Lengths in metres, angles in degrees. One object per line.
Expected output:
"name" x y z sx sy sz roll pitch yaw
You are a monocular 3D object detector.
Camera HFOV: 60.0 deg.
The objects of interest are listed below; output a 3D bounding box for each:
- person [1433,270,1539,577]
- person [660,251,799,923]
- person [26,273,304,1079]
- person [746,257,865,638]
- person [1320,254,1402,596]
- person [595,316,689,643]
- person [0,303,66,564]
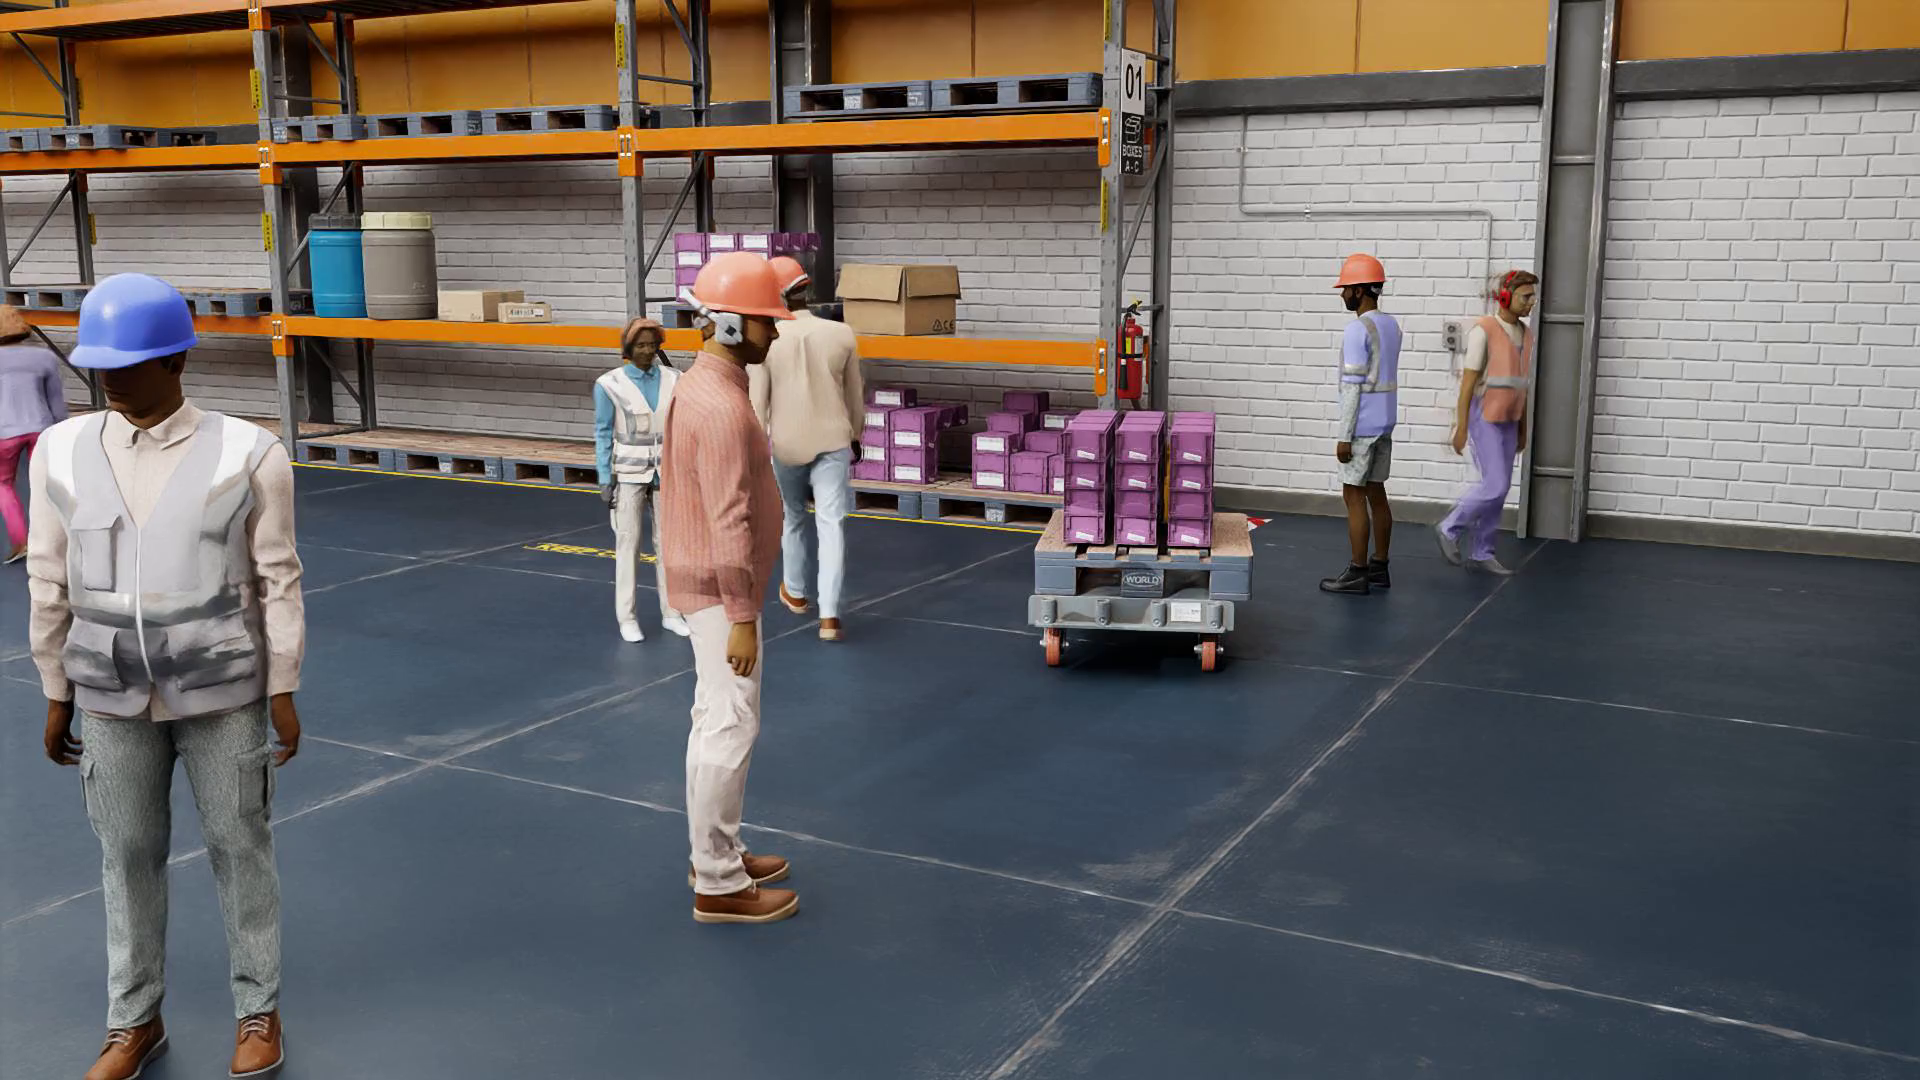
"person" 3.147 -0.677 9.855 0.618 1.827 0.462 -9 14 -40
"person" -0.674 0.149 4.924 0.403 1.982 0.628 -3 11 -15
"person" -1.861 0.351 3.924 0.602 1.940 0.402 -1 10 -8
"person" -0.789 -0.489 8.597 0.640 1.926 1.047 -2 11 -10
"person" 2.276 -0.652 9.466 0.391 1.928 0.552 8 13 38
"person" -1.579 -0.303 8.360 0.524 1.632 0.314 -7 13 -35
"person" -5.752 -0.636 10.215 0.544 1.625 0.326 -9 14 -40
